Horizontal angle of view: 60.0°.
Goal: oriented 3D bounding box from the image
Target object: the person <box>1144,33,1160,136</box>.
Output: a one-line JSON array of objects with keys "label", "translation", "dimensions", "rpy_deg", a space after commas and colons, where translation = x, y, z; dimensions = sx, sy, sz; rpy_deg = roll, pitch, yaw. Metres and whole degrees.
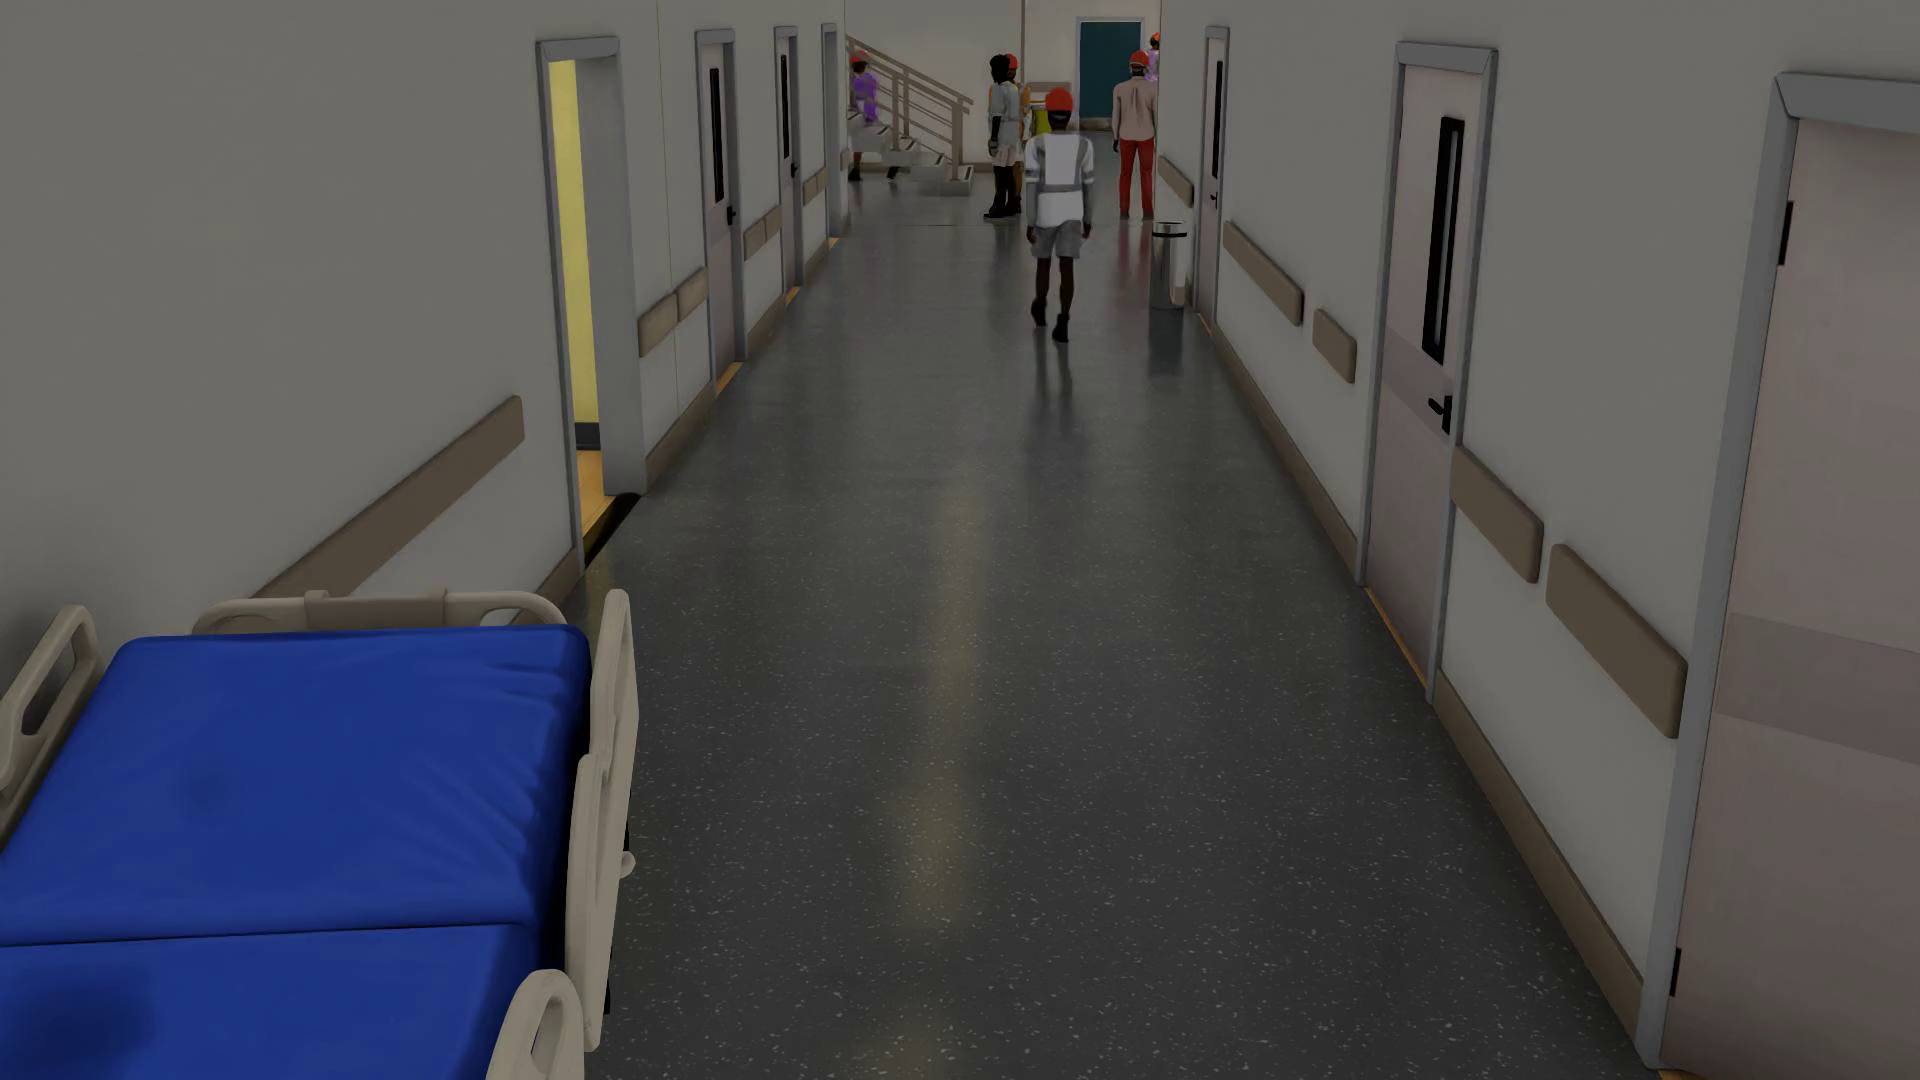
[{"label": "person", "translation": [3.943, -9.245, 33.778], "dimensions": [0.611, 2.030, 0.410], "rpy_deg": [17, 24, 42]}]

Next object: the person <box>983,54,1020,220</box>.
[{"label": "person", "translation": [0.516, -4.866, 20.137], "dimensions": [0.388, 1.953, 0.612], "rpy_deg": [8, 19, 23]}]

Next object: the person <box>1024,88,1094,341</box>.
[{"label": "person", "translation": [0.761, -2.541, 12.937], "dimensions": [0.564, 1.877, 1.011], "rpy_deg": [-2, 18, -6]}]

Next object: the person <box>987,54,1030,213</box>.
[{"label": "person", "translation": [0.601, -5.070, 20.787], "dimensions": [0.547, 1.942, 0.344], "rpy_deg": [5, 18, 14]}]

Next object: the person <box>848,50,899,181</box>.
[{"label": "person", "translation": [-1.332, -6.278, 24.653], "dimensions": [0.831, 1.913, 0.554], "rpy_deg": [6, 19, 18]}]

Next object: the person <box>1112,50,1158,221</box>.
[{"label": "person", "translation": [2.136, -4.861, 20.042], "dimensions": [0.610, 1.996, 0.384], "rpy_deg": [6, 18, 17]}]
